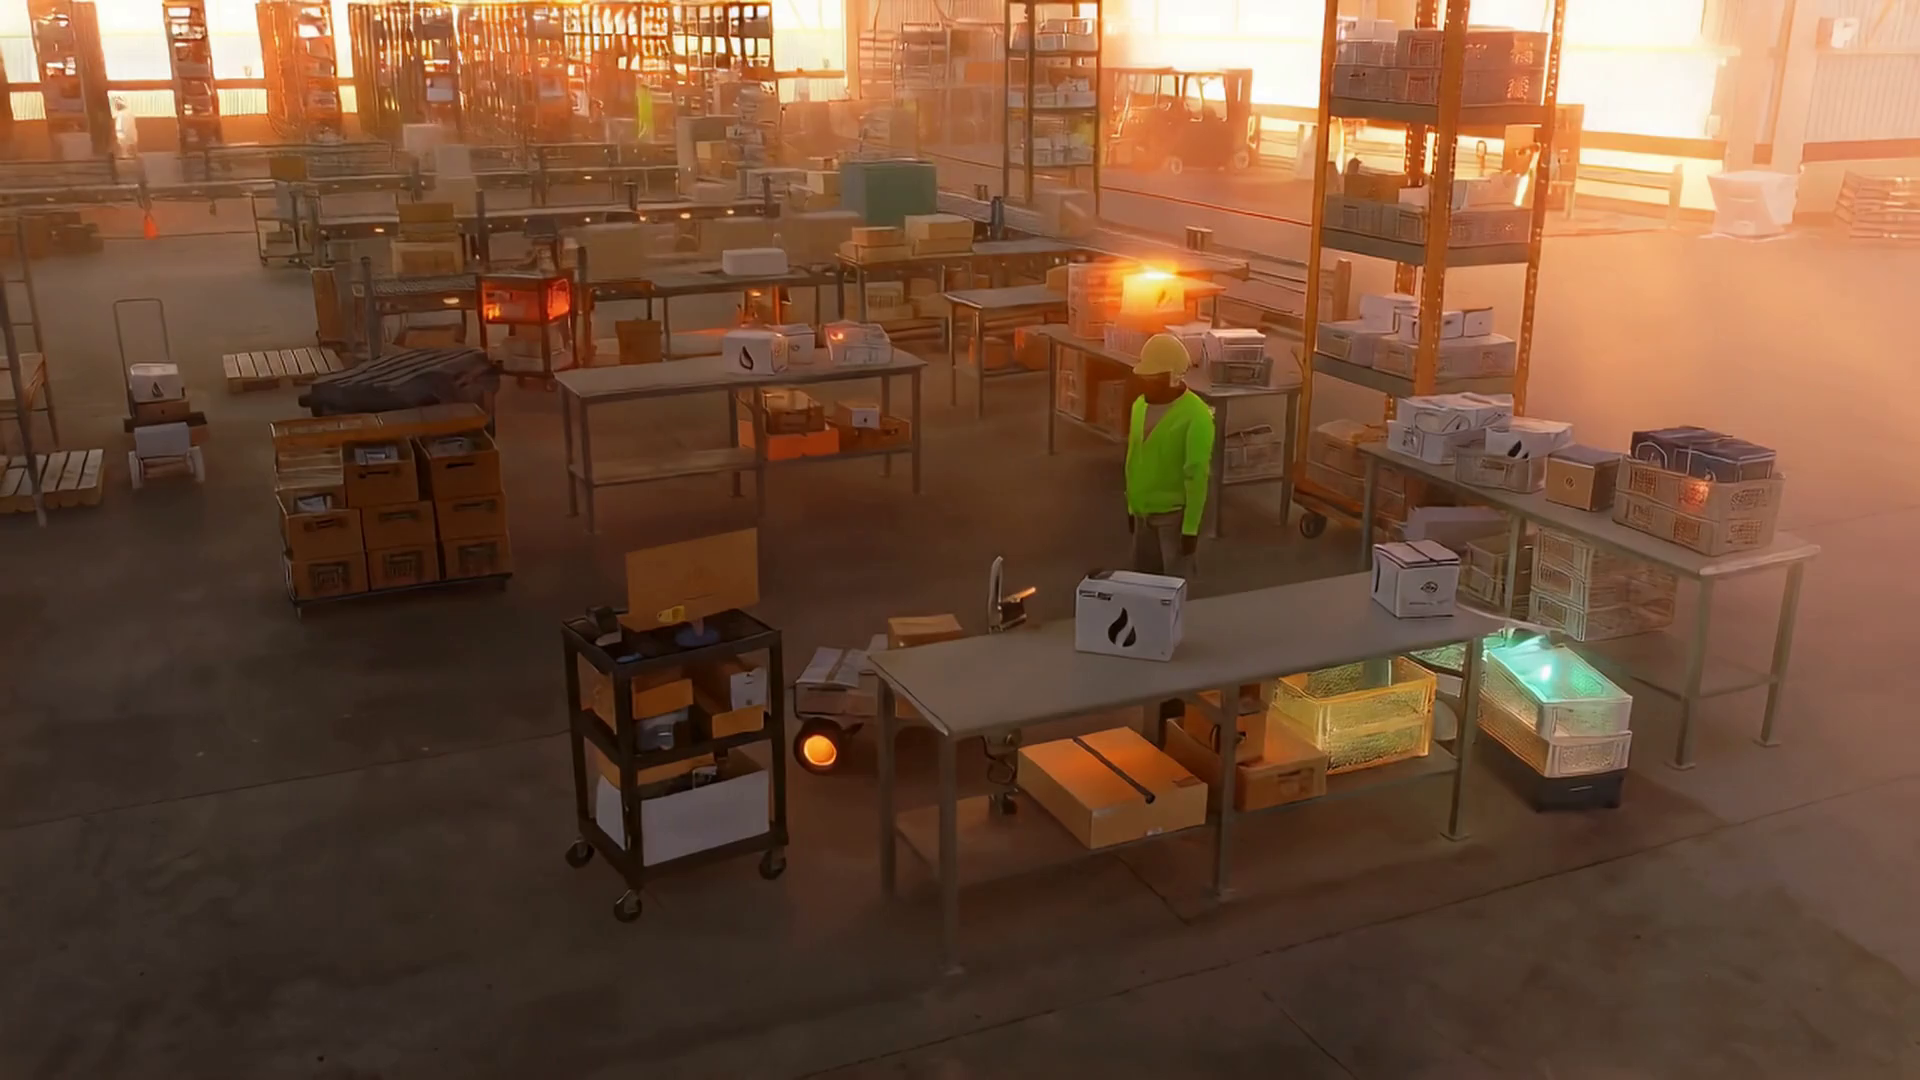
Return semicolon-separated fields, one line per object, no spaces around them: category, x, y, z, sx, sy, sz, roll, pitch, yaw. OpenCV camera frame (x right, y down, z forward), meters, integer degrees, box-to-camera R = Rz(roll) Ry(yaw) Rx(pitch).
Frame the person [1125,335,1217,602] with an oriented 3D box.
person;1.041;-0.152;8.539;0.404;1.824;0.586;-10;20;-29

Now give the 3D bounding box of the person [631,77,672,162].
person;-7.283;-9.775;38.685;1.052;1.924;0.743;5;18;15

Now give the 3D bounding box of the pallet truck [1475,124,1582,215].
pallet truck;9.707;-6.455;28.103;1.885;1.965;0.823;-7;19;-20

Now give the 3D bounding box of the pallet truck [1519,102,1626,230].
pallet truck;9.972;-6.037;26.785;1.885;1.965;0.823;-9;20;-25

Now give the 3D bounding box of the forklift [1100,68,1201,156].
forklift;4.082;-9.564;37.410;2.680;1.987;1.157;-8;19;-23

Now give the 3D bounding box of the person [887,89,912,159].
person;-1.157;-7.164;30.296;0.643;2.015;0.827;-11;21;-31

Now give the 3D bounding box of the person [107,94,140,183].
person;-16.840;-8.083;33.589;0.946;1.780;0.621;-15;23;-39

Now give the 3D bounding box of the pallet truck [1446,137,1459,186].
pallet truck;9.184;-6.485;29.328;1.630;1.274;0.653;-8;19;-23

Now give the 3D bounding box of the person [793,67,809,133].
person;-4.590;-12.712;48.057;0.392;1.847;0.563;14;22;37

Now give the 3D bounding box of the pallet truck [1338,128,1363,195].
pallet truck;7.845;-7.140;31.411;1.522;1.261;0.704;-9;20;-25

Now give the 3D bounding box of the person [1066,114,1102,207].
person;2.192;-6.869;29.841;0.821;1.737;0.528;11;21;31

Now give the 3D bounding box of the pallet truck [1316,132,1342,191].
pallet truck;7.723;-7.504;32.656;1.601;1.201;0.680;-8;19;-23

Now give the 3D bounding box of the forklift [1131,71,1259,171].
forklift;4.998;-8.936;35.413;2.680;1.987;1.157;-9;20;-25
